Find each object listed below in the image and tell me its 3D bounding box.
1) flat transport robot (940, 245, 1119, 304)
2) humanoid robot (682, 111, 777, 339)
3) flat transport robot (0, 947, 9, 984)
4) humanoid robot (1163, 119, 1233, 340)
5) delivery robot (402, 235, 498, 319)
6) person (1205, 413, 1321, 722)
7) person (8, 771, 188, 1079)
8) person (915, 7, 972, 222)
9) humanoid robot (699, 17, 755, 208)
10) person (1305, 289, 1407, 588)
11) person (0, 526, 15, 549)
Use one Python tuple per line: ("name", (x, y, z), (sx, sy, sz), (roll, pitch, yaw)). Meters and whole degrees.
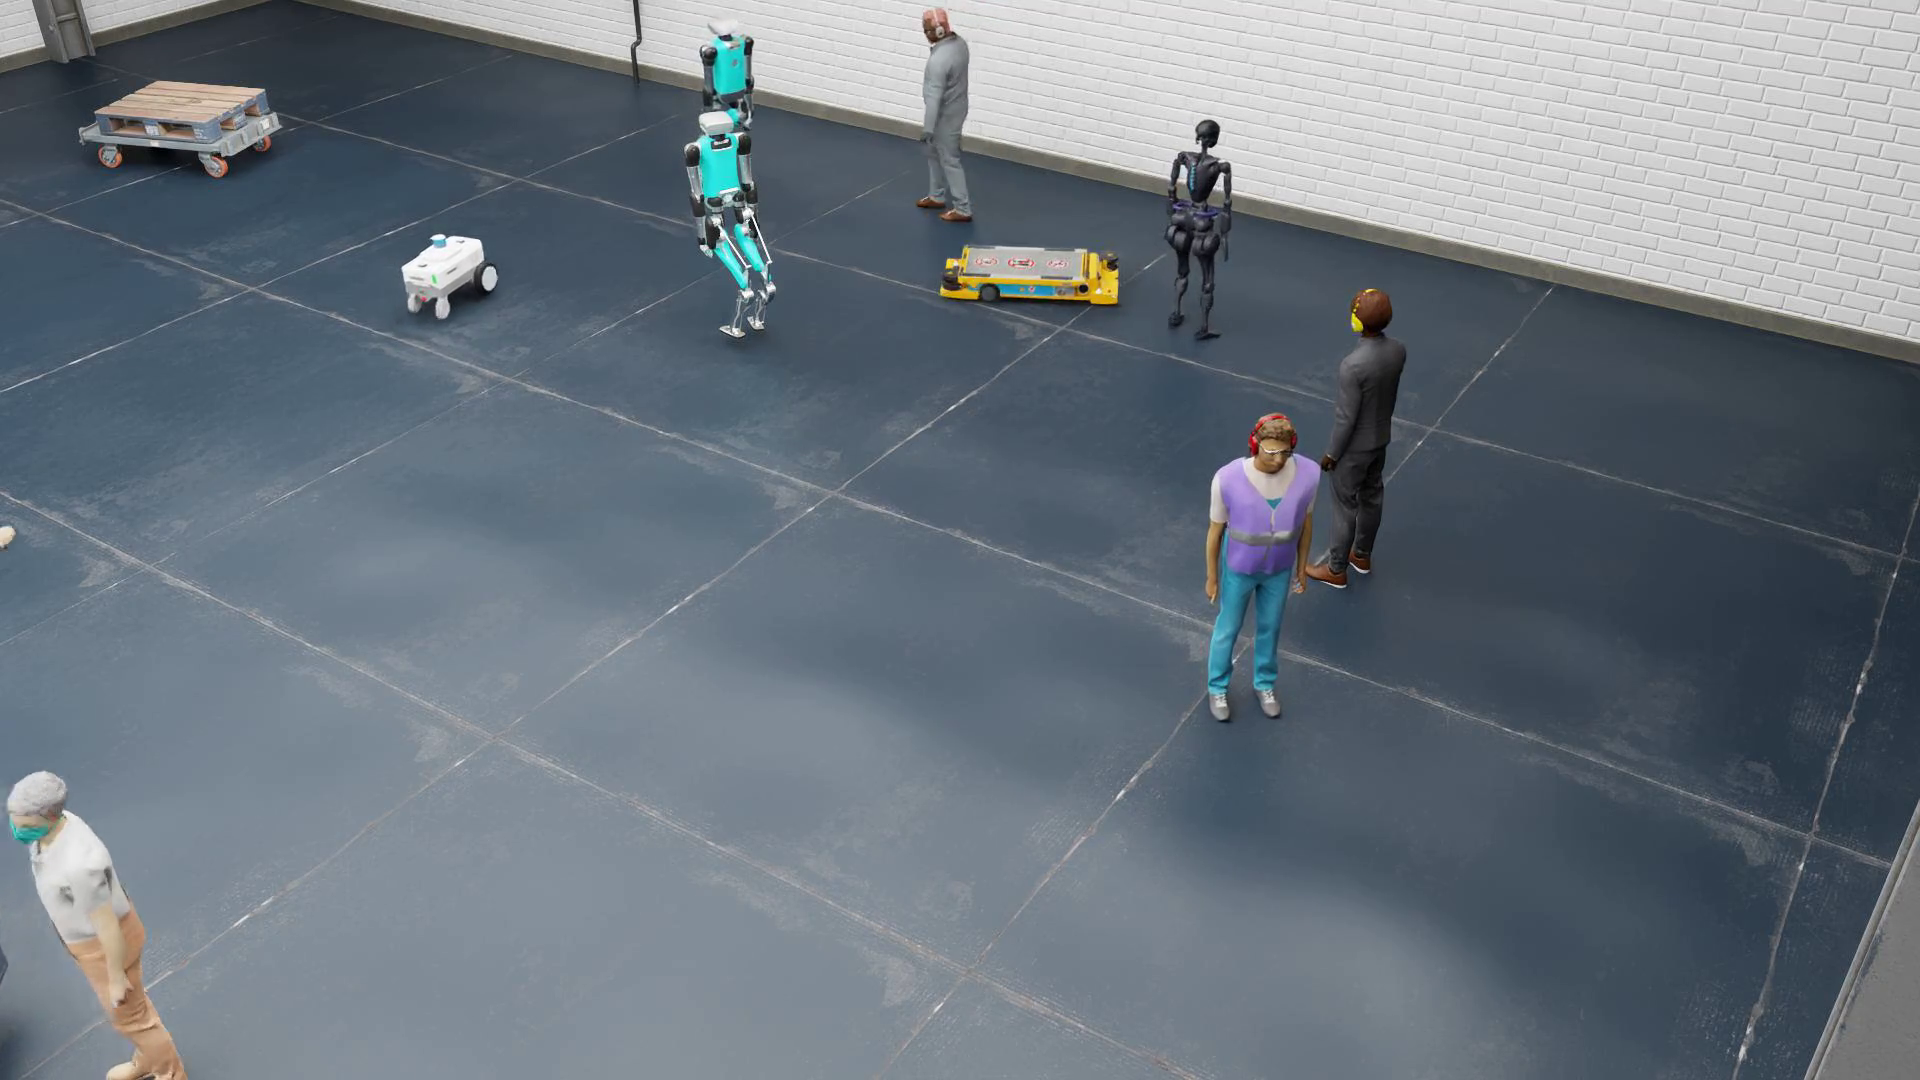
("flat transport robot", (0.580, -2.171, 13.634), (1.431, 0.231, 0.659), (3, 33, 4))
("humanoid robot", (-1.634, -2.276, 12.316), (0.533, 1.677, 0.735), (-20, 38, -28))
("flat transport robot", (-4.626, 2.233, 6.782), (0.659, 0.231, 1.431), (-5, 33, -8))
("humanoid robot", (1.796, -2.372, 12.651), (0.593, 1.631, 0.396), (22, 39, 31))
("delivery robot", (-4.121, -2.158, 13.358), (0.499, 0.603, 0.794), (11, 34, 17))
("person", (1.526, 0.130, 8.610), (0.557, 1.836, 0.395), (-6, 33, -9))
("person", (-3.339, 1.573, 6.460), (0.313, 1.734, 0.521), (-26, 41, -34))
("person", (-0.188, -3.717, 14.558), (0.732, 1.870, 0.722), (10, 34, 15))
("humanoid robot", (-2.234, -3.850, 14.940), (0.560, 1.779, 1.009), (-28, 42, -36))
("person", (2.313, -0.579, 9.674), (0.492, 1.874, 0.353), (-23, 39, -32))
("person", (-6.217, -0.667, 9.839), (0.465, 1.842, 0.773), (16, 36, 23))
